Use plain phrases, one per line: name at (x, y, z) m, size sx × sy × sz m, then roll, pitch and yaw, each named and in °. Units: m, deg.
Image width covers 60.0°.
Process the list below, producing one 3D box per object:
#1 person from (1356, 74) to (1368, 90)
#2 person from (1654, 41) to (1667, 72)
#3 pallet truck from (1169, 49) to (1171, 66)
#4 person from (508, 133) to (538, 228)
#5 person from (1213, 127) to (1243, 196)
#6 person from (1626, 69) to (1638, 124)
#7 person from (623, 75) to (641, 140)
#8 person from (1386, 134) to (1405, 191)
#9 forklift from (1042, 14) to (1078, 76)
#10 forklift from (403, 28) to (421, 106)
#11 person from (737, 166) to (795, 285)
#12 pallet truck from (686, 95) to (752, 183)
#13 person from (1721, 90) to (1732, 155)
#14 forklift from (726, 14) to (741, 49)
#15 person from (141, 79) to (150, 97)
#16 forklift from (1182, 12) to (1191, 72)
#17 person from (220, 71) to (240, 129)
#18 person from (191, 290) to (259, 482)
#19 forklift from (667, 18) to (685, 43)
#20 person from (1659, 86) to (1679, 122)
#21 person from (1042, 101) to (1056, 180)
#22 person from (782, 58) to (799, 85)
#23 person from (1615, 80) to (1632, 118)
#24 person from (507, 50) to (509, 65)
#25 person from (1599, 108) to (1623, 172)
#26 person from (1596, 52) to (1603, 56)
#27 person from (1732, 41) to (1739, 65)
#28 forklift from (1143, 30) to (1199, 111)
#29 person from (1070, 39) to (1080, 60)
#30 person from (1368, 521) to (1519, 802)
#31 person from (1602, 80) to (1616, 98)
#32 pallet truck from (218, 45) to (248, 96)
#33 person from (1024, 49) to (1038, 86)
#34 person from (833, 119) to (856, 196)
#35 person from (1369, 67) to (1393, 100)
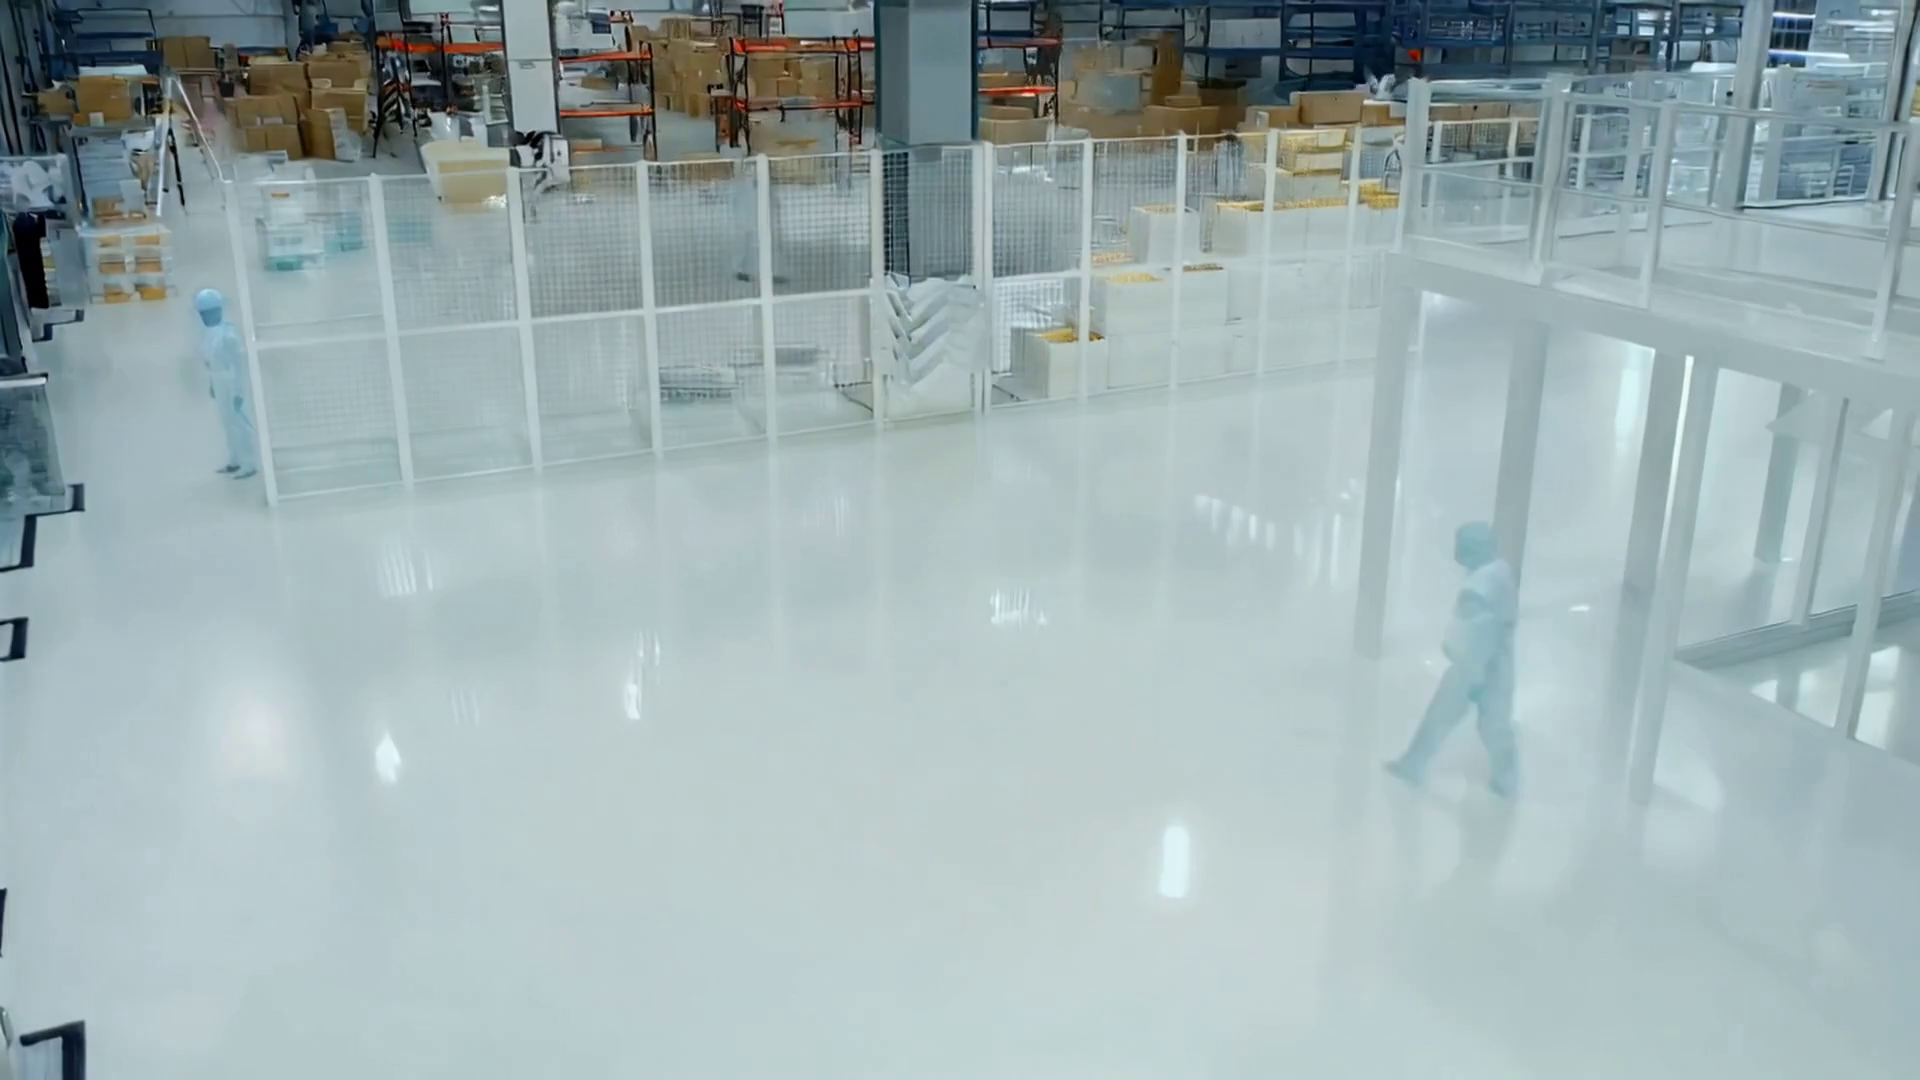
person at (12.240, -13.340, 50.911) m, size 0.524 × 1.847 × 0.803 m, roll -17°, pitch 25°, yaw -40°
person at (33.010, -22.912, 78.529) m, size 0.432 × 1.921 × 0.636 m, roll -3°, pitch 19°, yaw -9°
pallet truck at (9.045, -19.971, 69.895) m, size 0.823 × 1.965 × 1.885 m, roll -3°, pitch 19°, yaw -8°
person at (-8.663, -7.098, 32.843) m, size 0.430 × 1.836 × 0.620 m, roll 12°, pitch 22°, yaw 31°
person at (5.277, -7.147, 32.808) m, size 0.627 × 1.941 × 0.373 m, roll 13°, pitch 23°, yaw 33°
person at (22.131, -14.572, 54.611) m, size 0.343 × 1.759 × 0.526 m, roll 6°, pitch 20°, yaw 18°
person at (-9.695, -12.811, 49.279) m, size 0.607 × 1.906 × 0.490 m, roll -11°, pitch 22°, yaw -30°
person at (8.345, -6.735, 31.619) m, size 0.552 × 1.935 × 0.373 m, roll -9°, pitch 21°, yaw -24°
forklift at (4.555, -23.231, 78.011) m, size 1.873 × 2.768 × 1.129 m, roll -3°, pitch 19°, yaw -10°
forklift at (-19.978, -17.146, 60.373) m, size 1.873 × 2.768 × 1.129 m, roll 7°, pitch 20°, yaw 21°
person at (-3.210, -5.108, 26.954) m, size 1.004 × 1.907 × 0.613 m, roll 5°, pitch 20°, yaw 14°
pallet truck at (-5.836, -9.608, 39.856) m, size 0.823 × 1.965 × 1.885 m, roll 10°, pitch 22°, yaw 27°
person at (19.322, -10.349, 42.018) m, size 0.405 × 1.984 × 0.623 m, roll 11°, pitch 22°, yaw 30°
forklift at (-10.576, -23.201, 77.925) m, size 1.873 × 2.768 × 1.129 m, roll -9°, pitch 21°, yaw -25°
person at (-25.076, -13.433, 51.500) m, size 0.519 × 1.633 × 0.312 m, roll 9°, pitch 21°, yaw 25°
forklift at (11.421, -24.313, 81.148) m, size 1.873 × 2.768 × 1.129 m, roll -9°, pitch 21°, yaw -25°
person at (-22.193, -13.256, 50.560) m, size 0.596 × 1.905 × 0.650 m, roll -7°, pitch 20°, yaw -18°
person at (-7.334, -1.539, 16.571) m, size 0.591 × 1.926 × 0.386 m, roll 16°, pitch 25°, yaw 39°
forklift at (-12.241, -21.122, 71.897) m, size 1.873 × 2.768 × 1.129 m, roll -13°, pitch 23°, yaw -34°
person at (20.002, -11.935, 47.008) m, size 0.547 × 1.717 × 0.958 m, roll 3°, pitch 19°, yaw 9°
person at (2.148, -9.619, 40.088) m, size 0.311 × 1.865 × 0.533 m, roll 0°, pitch 19°, yaw 0°
person at (-6.212, -16.942, 61.225) m, size 0.644 × 1.926 × 0.620 m, roll -6°, pitch 20°, yaw -17°
person at (20.172, -13.188, 50.703) m, size 0.559 × 1.674 × 0.614 m, roll 5°, pitch 20°, yaw 14°
person at (-17.727, -18.367, 65.390) m, size 0.693 × 1.905 × 0.564 m, roll 13°, pitch 23°, yaw 33°
person at (14.767, -8.764, 37.560) m, size 0.565 × 1.891 × 0.952 m, roll -9°, pitch 21°, yaw -25°
person at (29.176, -22.014, 75.772) m, size 0.689 × 2.023 × 0.632 m, roll 18°, pitch 26°, yaw 42°
person at (33.982, -20.873, 72.719) m, size 0.962 × 1.855 × 0.655 m, roll -9°, pitch 21°, yaw -25°
forklift at (7.373, -16.395, 58.196) m, size 1.873 × 2.768 × 1.129 m, roll -9°, pitch 21°, yaw -25°
person at (5.492, -23.068, 79.430) m, size 0.521 × 1.628 × 0.427 m, roll 9°, pitch 21°, yaw 24°
person at (3.058, 0.726, 10.203) m, size 0.963 × 1.789 × 0.636 m, roll 11°, pitch 22°, yaw 29°
person at (18.813, -12.526, 48.380) m, size 0.369 × 1.959 × 0.597 m, roll 0°, pitch 19°, yaw -1°
pallet truck at (-28.879, -18.665, 66.111) m, size 0.823 × 1.965 × 1.885 m, roll -3°, pitch 19°, yaw -9°
person at (3.055, -20.407, 71.280) m, size 0.591 × 1.919 × 0.392 m, roll 0°, pitch 19°, yaw 0°
person at (-2.600, -8.595, 37.385) m, size 0.530 × 1.688 × 0.323 m, roll 3°, pitch 19°, yaw 9°
person at (13.000, -13.640, 51.477) m, size 0.679 × 2.000 × 1.052 m, roll 0°, pitch 19°, yaw -1°
